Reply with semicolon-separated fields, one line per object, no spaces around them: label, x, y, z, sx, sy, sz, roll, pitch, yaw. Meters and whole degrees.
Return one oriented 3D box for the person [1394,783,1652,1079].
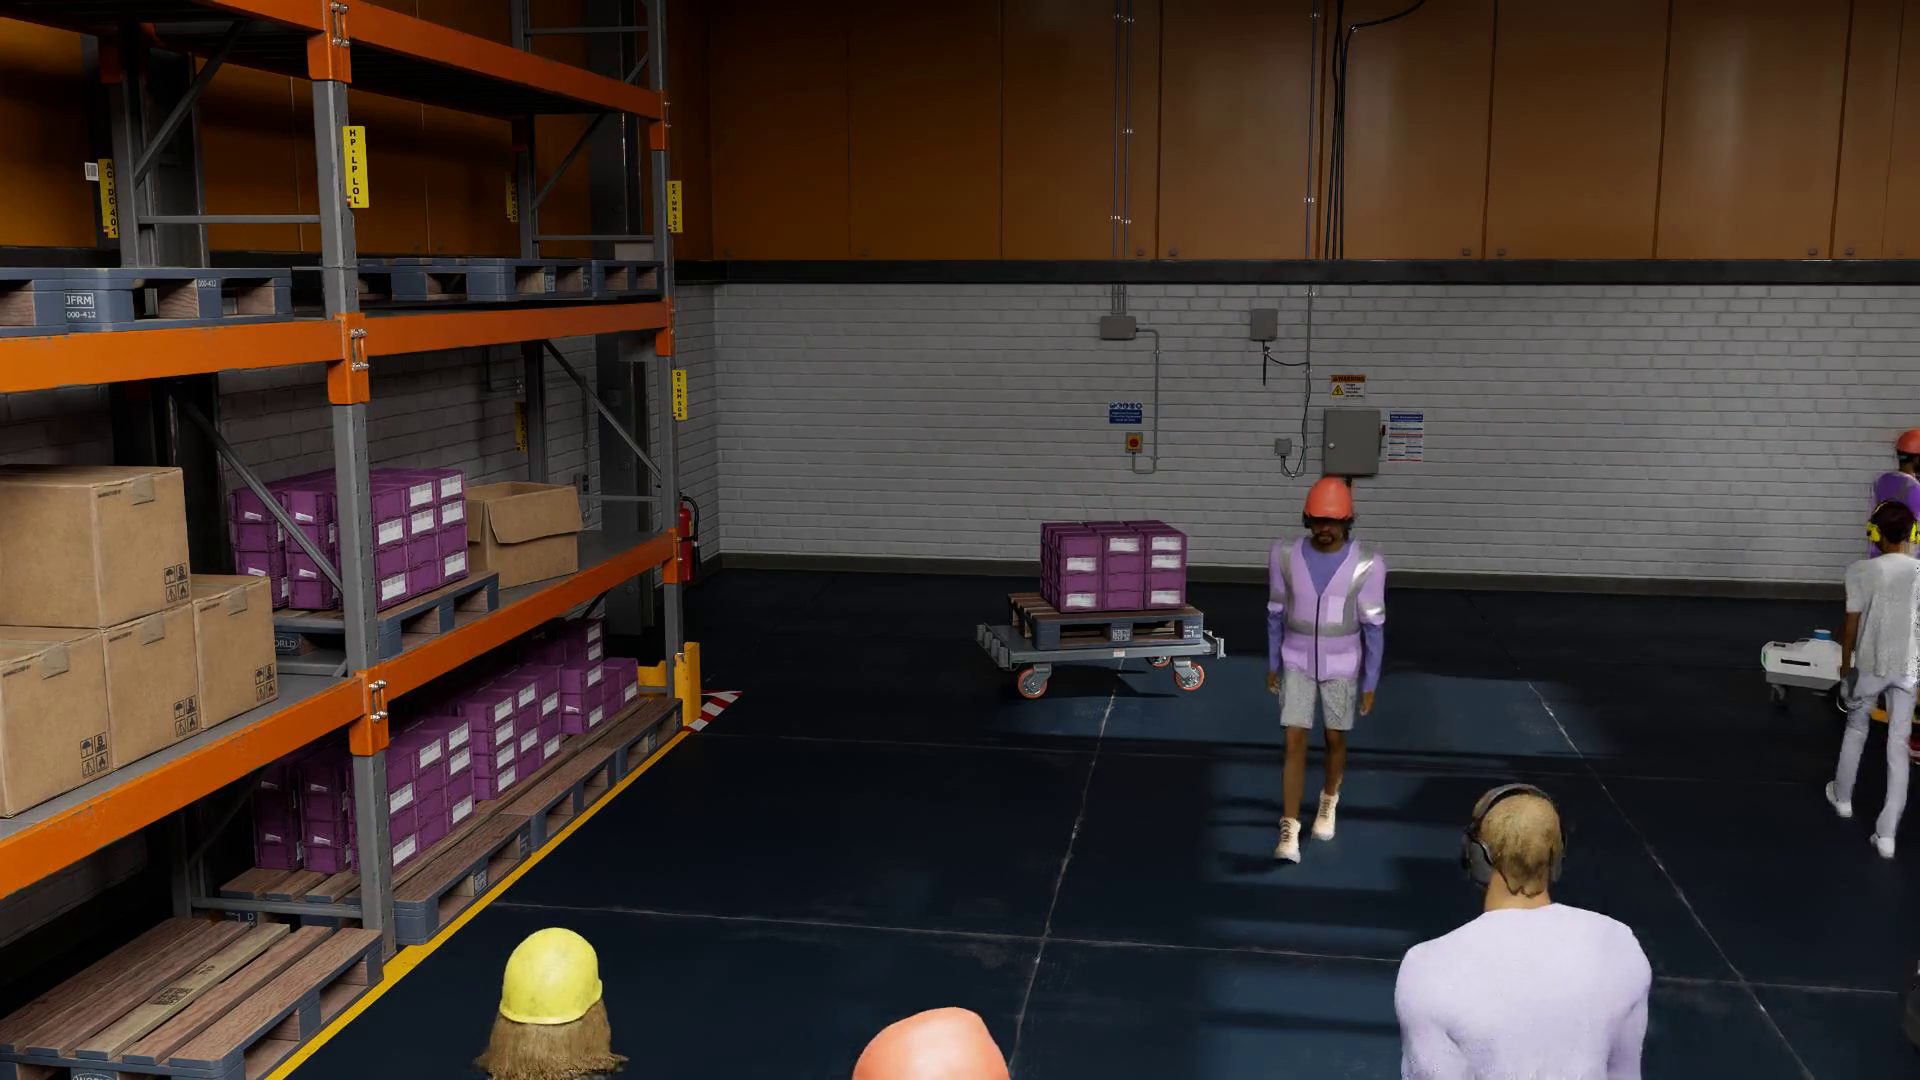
person;1.289;1.496;3.734;0.645;1.905;0.986;-2;10;-14

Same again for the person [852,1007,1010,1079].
person;-0.015;1.658;2.699;0.775;1.907;0.545;-5;11;-30

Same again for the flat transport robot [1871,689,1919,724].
flat transport robot;6.833;1.148;10.861;1.431;0.197;0.652;8;12;42

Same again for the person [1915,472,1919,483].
person;7.208;0.076;12.476;0.677;1.883;0.471;-8;12;-39

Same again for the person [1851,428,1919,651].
person;6.786;0.139;12.030;0.799;1.912;0.560;0;9;-2

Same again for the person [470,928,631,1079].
person;-0.830;1.647;3.385;0.490;1.706;0.858;1;9;3

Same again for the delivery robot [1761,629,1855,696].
delivery robot;5.926;0.860;11.471;0.707;0.478;0.477;7;11;36

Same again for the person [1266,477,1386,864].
person;1.855;0.665;8.547;0.616;1.985;1.025;3;10;20

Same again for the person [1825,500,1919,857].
person;4.920;0.696;8.885;0.494;1.817;0.949;3;10;18

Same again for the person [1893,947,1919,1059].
person;3.343;1.253;5.424;0.539;1.823;0.410;-2;9;-11
